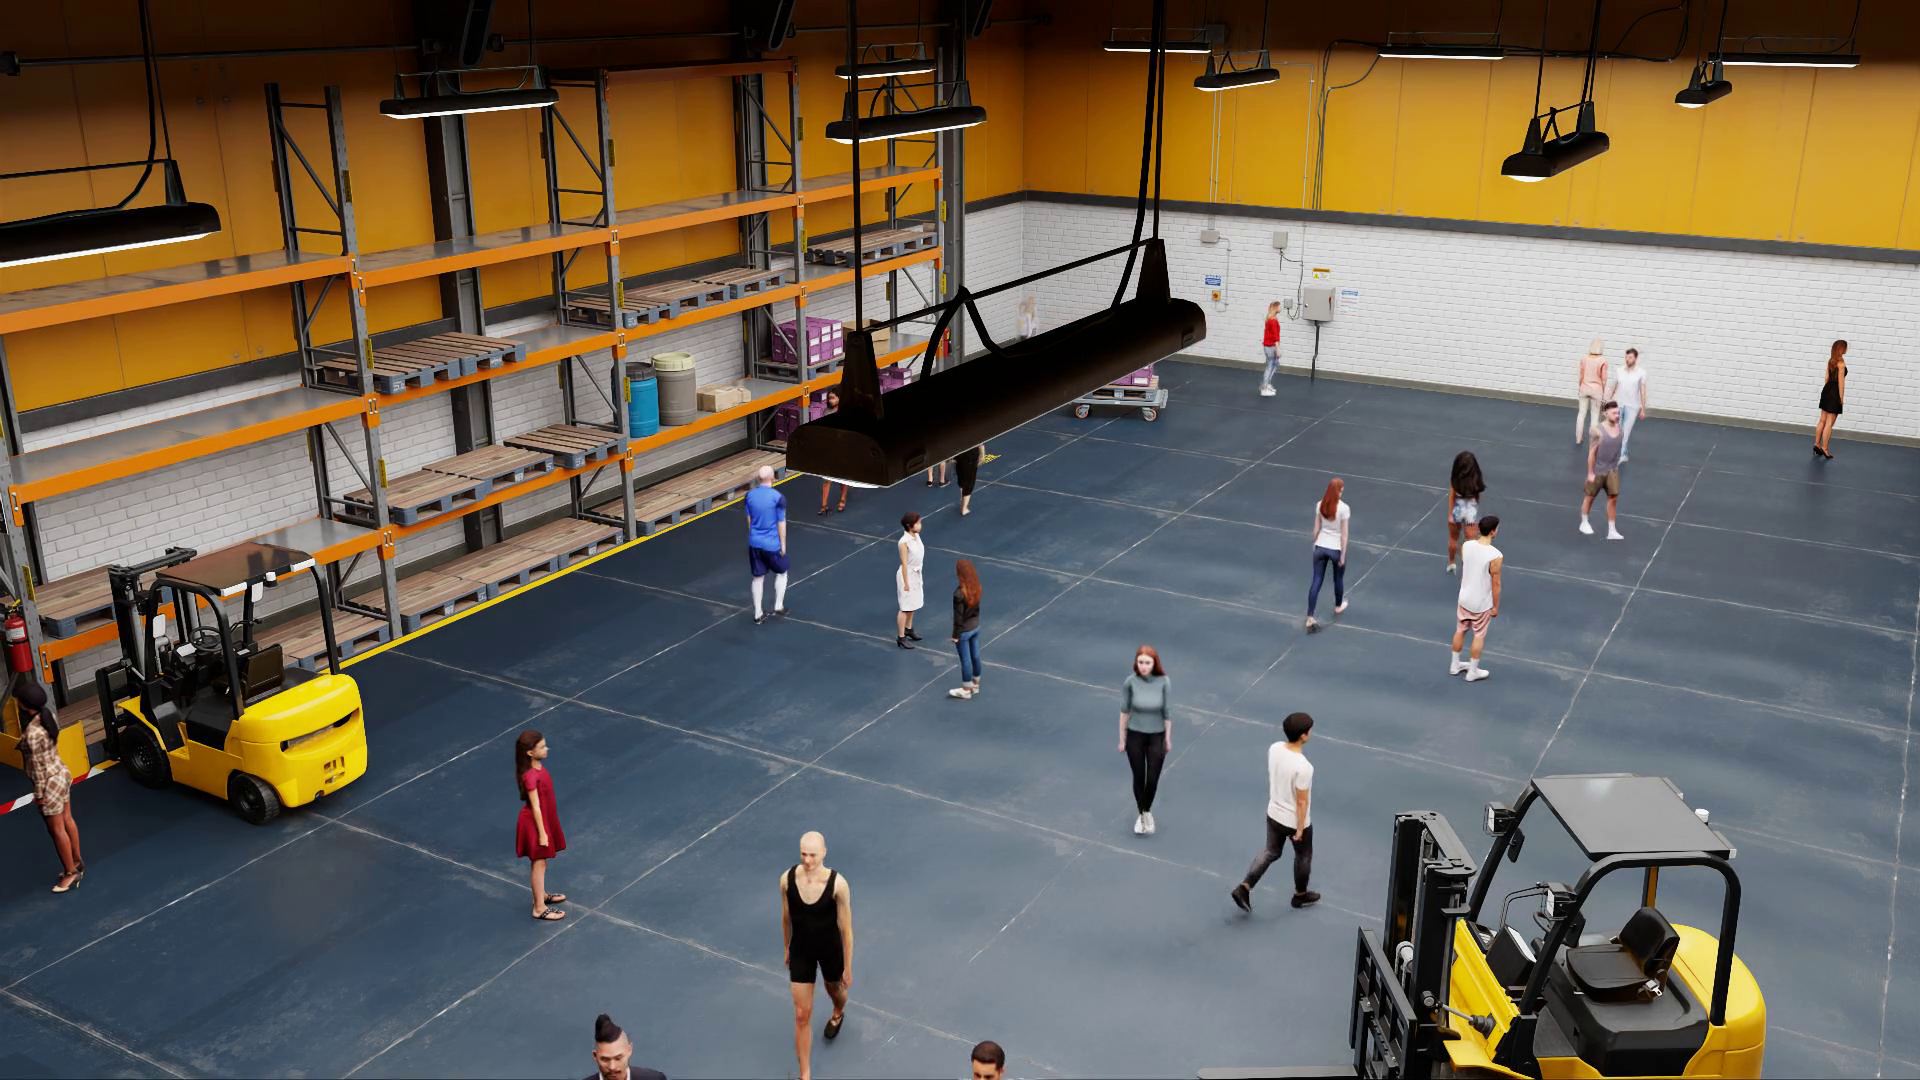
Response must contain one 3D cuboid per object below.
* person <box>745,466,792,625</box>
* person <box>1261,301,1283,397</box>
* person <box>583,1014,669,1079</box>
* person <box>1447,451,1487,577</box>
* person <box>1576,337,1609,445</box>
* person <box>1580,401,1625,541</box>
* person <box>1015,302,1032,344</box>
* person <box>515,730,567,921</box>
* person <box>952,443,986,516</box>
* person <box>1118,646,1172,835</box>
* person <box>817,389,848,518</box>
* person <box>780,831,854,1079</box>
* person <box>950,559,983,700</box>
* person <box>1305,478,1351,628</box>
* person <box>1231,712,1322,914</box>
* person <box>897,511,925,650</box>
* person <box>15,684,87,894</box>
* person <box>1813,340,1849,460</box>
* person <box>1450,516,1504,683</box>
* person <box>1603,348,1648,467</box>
[{"bbox_3d":[-2.235,0.081,18.864,0.751,1.822,0.756,5,19,13],"label":"person"},{"bbox_3d":[5.404,-3.365,29.298,0.783,1.693,0.671,0,19,1],"label":"person"},{"bbox_3d":[-1.800,3.359,8.988,1.163,1.913,1.219,-5,19,-16],"label":"person"},{"bbox_3d":[6.162,-0.265,20.231,0.851,1.605,0.994,-1,19,-4],"label":"person"},{"bbox_3d":[9.966,-2.357,26.257,0.629,1.725,0.568,15,24,37],"label":"person"},{"bbox_3d":[8.275,-0.934,21.537,1.008,1.819,1.110,-3,19,-10],"label":"person"},{"bbox_3d":[1.207,-3.919,31.666,0.648,1.232,0.992,6,20,18],"label":"person"},{"bbox_3d":[-3.303,2.202,12.986,0.740,1.554,0.680,-4,19,-11],"label":"person"},{"bbox_3d":[0.073,-1.110,22.742,0.698,1.603,0.845,5,19,14],"label":"person"},{"bbox_3d":[1.596,1.686,14.242,0.687,1.731,0.707,3,19,10],"label":"person"},{"bbox_3d":[-1.665,-1.210,22.806,0.778,1.752,1.085,5,19,14],"label":"person"},{"bbox_3d":[-0.916,2.721,11.112,0.953,1.765,1.286,4,19,11],"label":"person"},{"bbox_3d":[0.080,0.894,16.980,0.641,1.484,0.467,13,23,34],"label":"person"},{"bbox_3d":[4.123,0.184,18.766,0.600,1.689,1.151,11,22,30],"label":"person"},{"bbox_3d":[2.488,2.142,12.940,1.136,1.696,0.934,-11,22,-30],"label":"person"},{"bbox_3d":[-0.558,0.420,18.283,0.674,1.551,0.520,6,20,17],"label":"person"},{"bbox_3d":[-7.262,1.970,13.298,0.734,1.794,0.653,-2,19,-6],"label":"person"},{"bbox_3d":[13.379,-2.168,25.522,0.723,1.835,0.634,-2,19,-5],"label":"person"},{"bbox_3d":[5.378,0.607,17.371,0.721,1.779,0.732,-13,23,-34],"label":"person"},{"bbox_3d":[10.044,-1.969,24.982,0.906,1.801,1.222,18,25,42],"label":"person"}]
